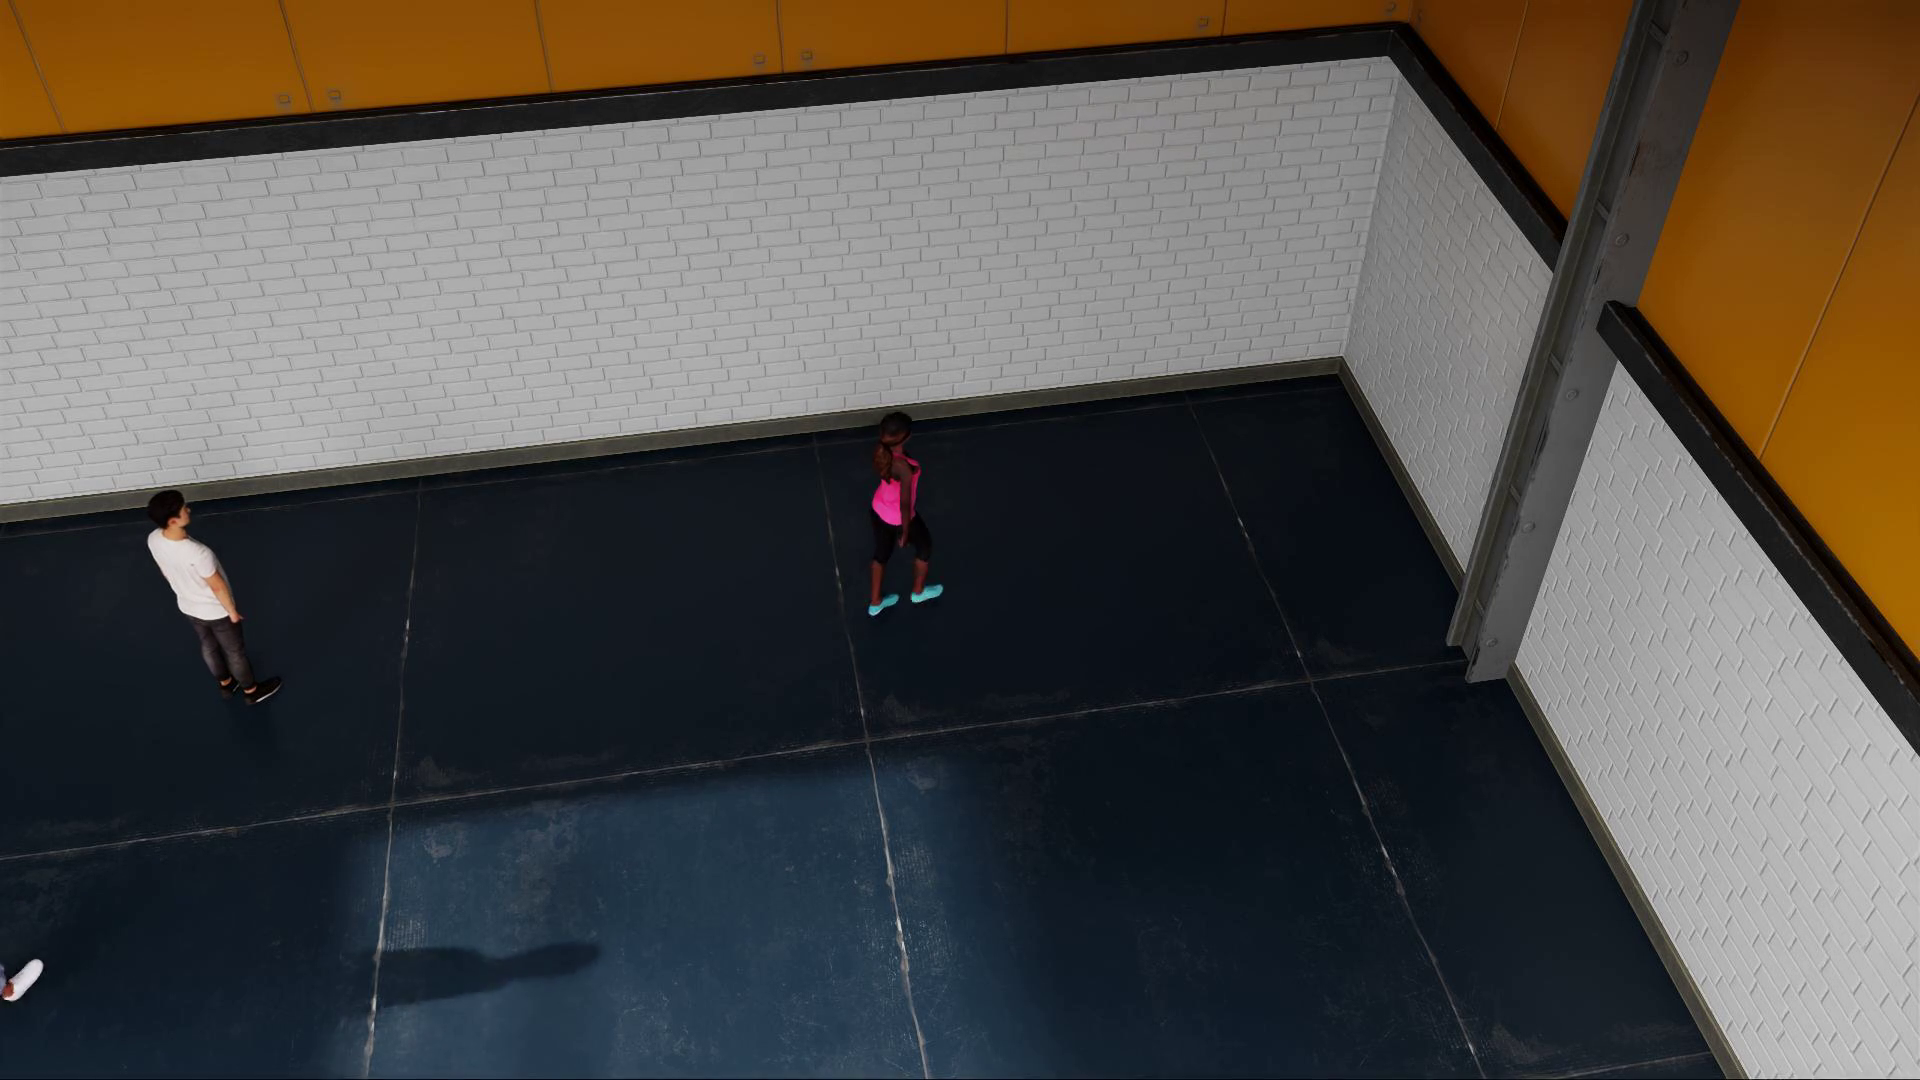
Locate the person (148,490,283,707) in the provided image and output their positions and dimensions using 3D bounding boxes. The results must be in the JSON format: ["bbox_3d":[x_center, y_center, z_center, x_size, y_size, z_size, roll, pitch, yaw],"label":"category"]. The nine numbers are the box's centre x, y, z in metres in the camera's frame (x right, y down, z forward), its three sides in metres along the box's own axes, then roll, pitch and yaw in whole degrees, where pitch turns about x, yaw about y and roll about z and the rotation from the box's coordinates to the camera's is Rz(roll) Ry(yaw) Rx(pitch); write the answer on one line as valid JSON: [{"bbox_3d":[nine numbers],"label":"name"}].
[{"bbox_3d":[-4.775,0.378,10.506,0.699,1.720,0.723,19,47,19],"label":"person"}]

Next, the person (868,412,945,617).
[{"bbox_3d":[-0.508,-0.124,11.046,0.822,1.701,0.815,-30,51,-28],"label":"person"}]
